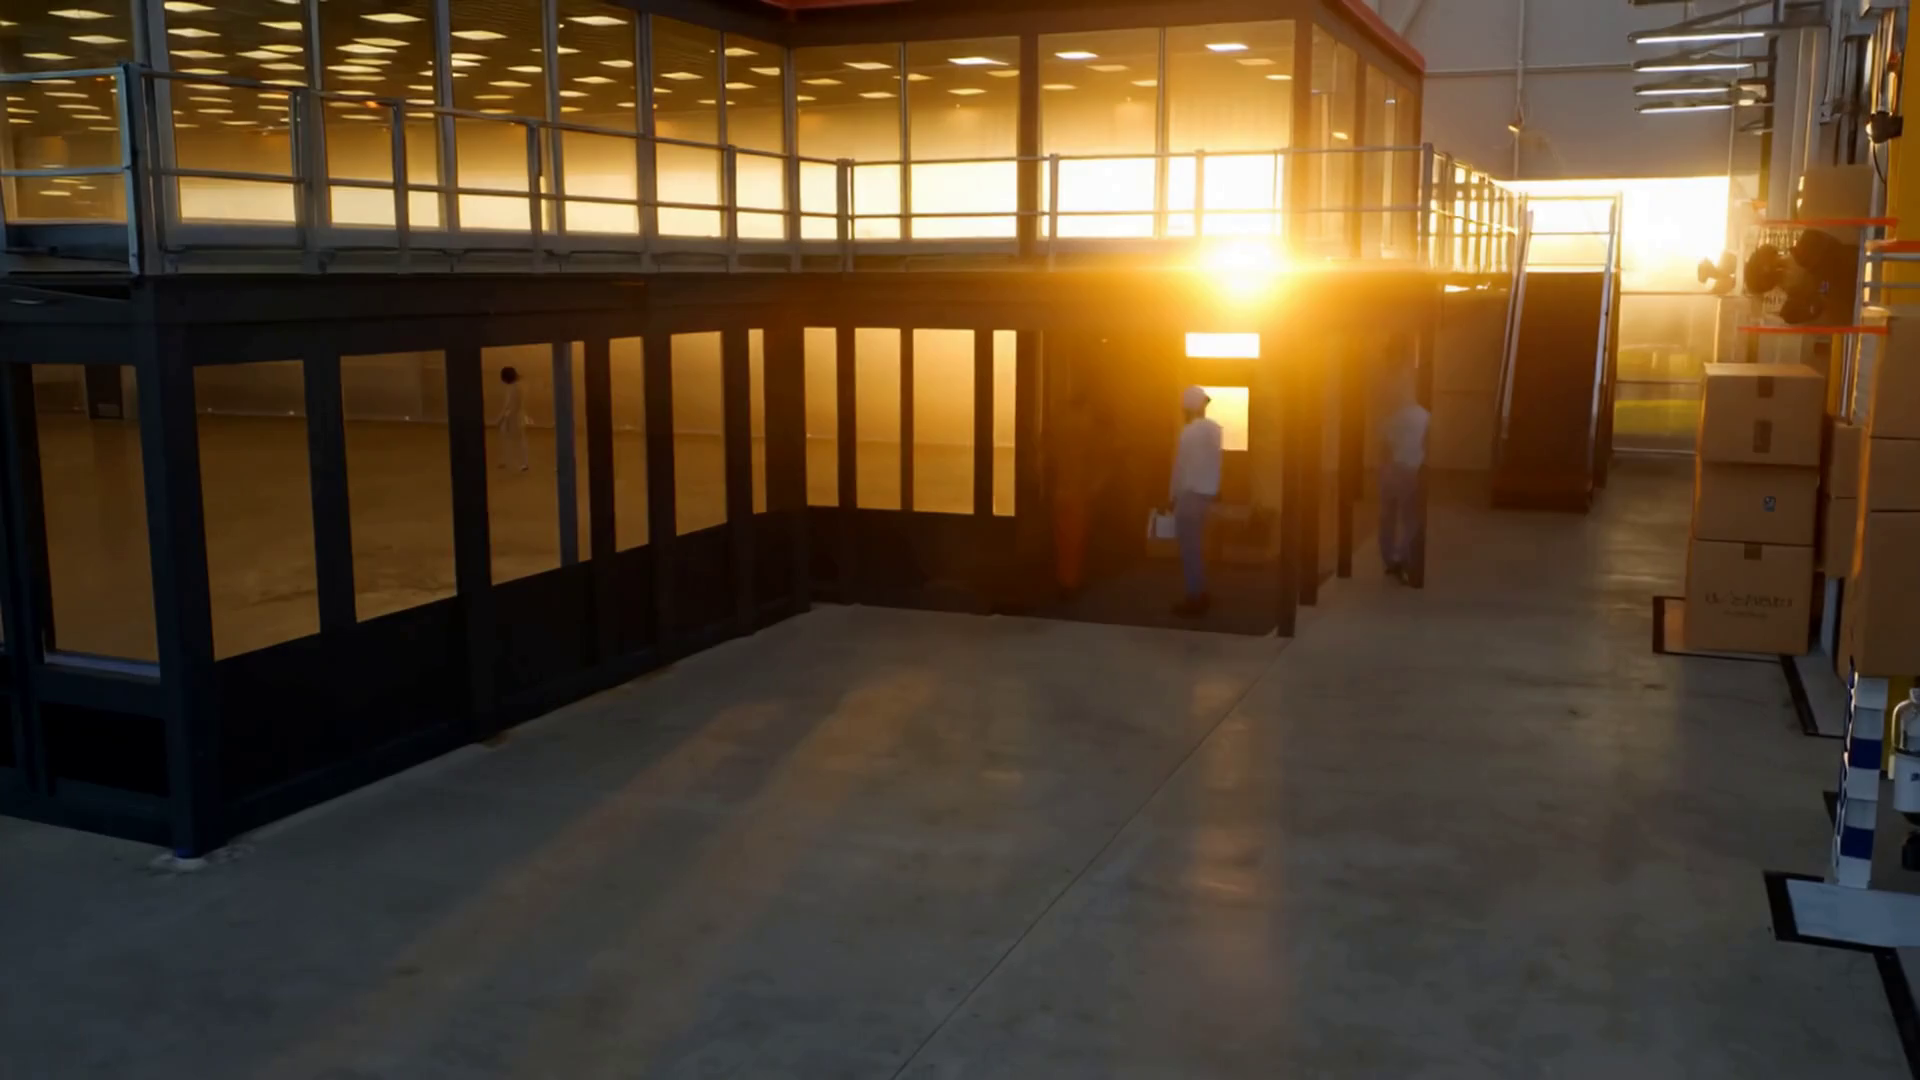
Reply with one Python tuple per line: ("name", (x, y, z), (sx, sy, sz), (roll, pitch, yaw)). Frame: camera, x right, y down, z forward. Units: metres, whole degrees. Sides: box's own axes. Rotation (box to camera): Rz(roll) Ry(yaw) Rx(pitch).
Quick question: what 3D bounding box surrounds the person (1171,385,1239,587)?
("person", (2.354, -0.489, 15.920), (0.849, 1.978, 0.654), (9, 13, 44))
